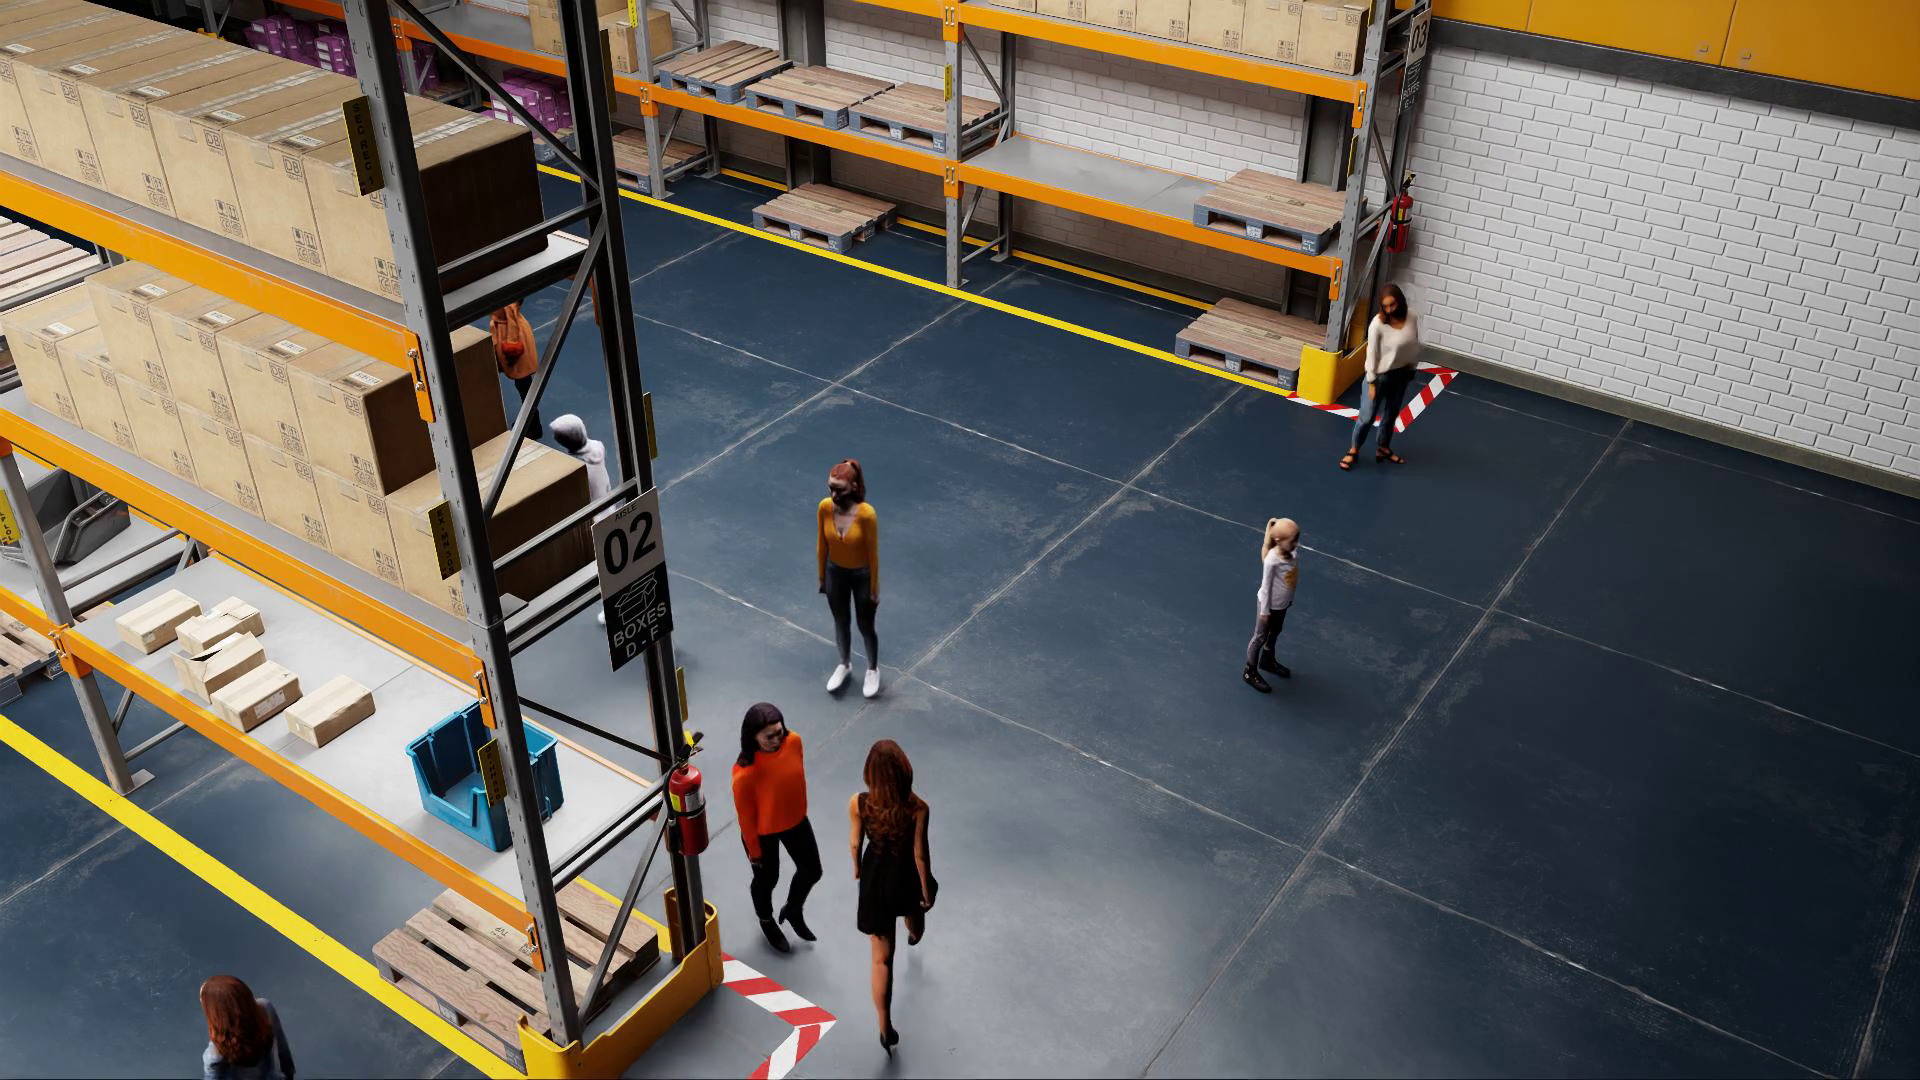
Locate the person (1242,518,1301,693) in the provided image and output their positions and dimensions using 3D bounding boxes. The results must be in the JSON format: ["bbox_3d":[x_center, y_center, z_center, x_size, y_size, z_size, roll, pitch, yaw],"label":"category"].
[{"bbox_3d":[2.063,0.397,10.974,0.515,1.275,0.509,28,43,35],"label":"person"}]

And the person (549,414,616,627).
[{"bbox_3d":[-2.409,-0.065,11.234,0.625,1.758,0.677,17,37,24],"label":"person"}]

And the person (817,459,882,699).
[{"bbox_3d":[-0.688,0.245,10.777,0.555,1.746,0.707,9,35,13],"label":"person"}]

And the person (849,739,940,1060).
[{"bbox_3d":[-0.363,1.837,8.354,1.174,1.779,1.010,5,34,7],"label":"person"}]

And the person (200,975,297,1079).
[{"bbox_3d":[-3.134,2.547,7.572,0.788,1.461,0.708,6,34,9],"label":"person"}]

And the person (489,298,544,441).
[{"bbox_3d":[-3.645,-1.621,13.613,0.834,1.715,0.743,-10,35,-15],"label":"person"}]

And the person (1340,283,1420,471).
[{"bbox_3d":[3.437,-1.322,13.220,0.763,1.653,0.745,-25,41,-32],"label":"person"}]

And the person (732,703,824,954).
[{"bbox_3d":[-1.057,1.501,8.897,0.635,1.736,0.661,27,42,34],"label":"person"}]
